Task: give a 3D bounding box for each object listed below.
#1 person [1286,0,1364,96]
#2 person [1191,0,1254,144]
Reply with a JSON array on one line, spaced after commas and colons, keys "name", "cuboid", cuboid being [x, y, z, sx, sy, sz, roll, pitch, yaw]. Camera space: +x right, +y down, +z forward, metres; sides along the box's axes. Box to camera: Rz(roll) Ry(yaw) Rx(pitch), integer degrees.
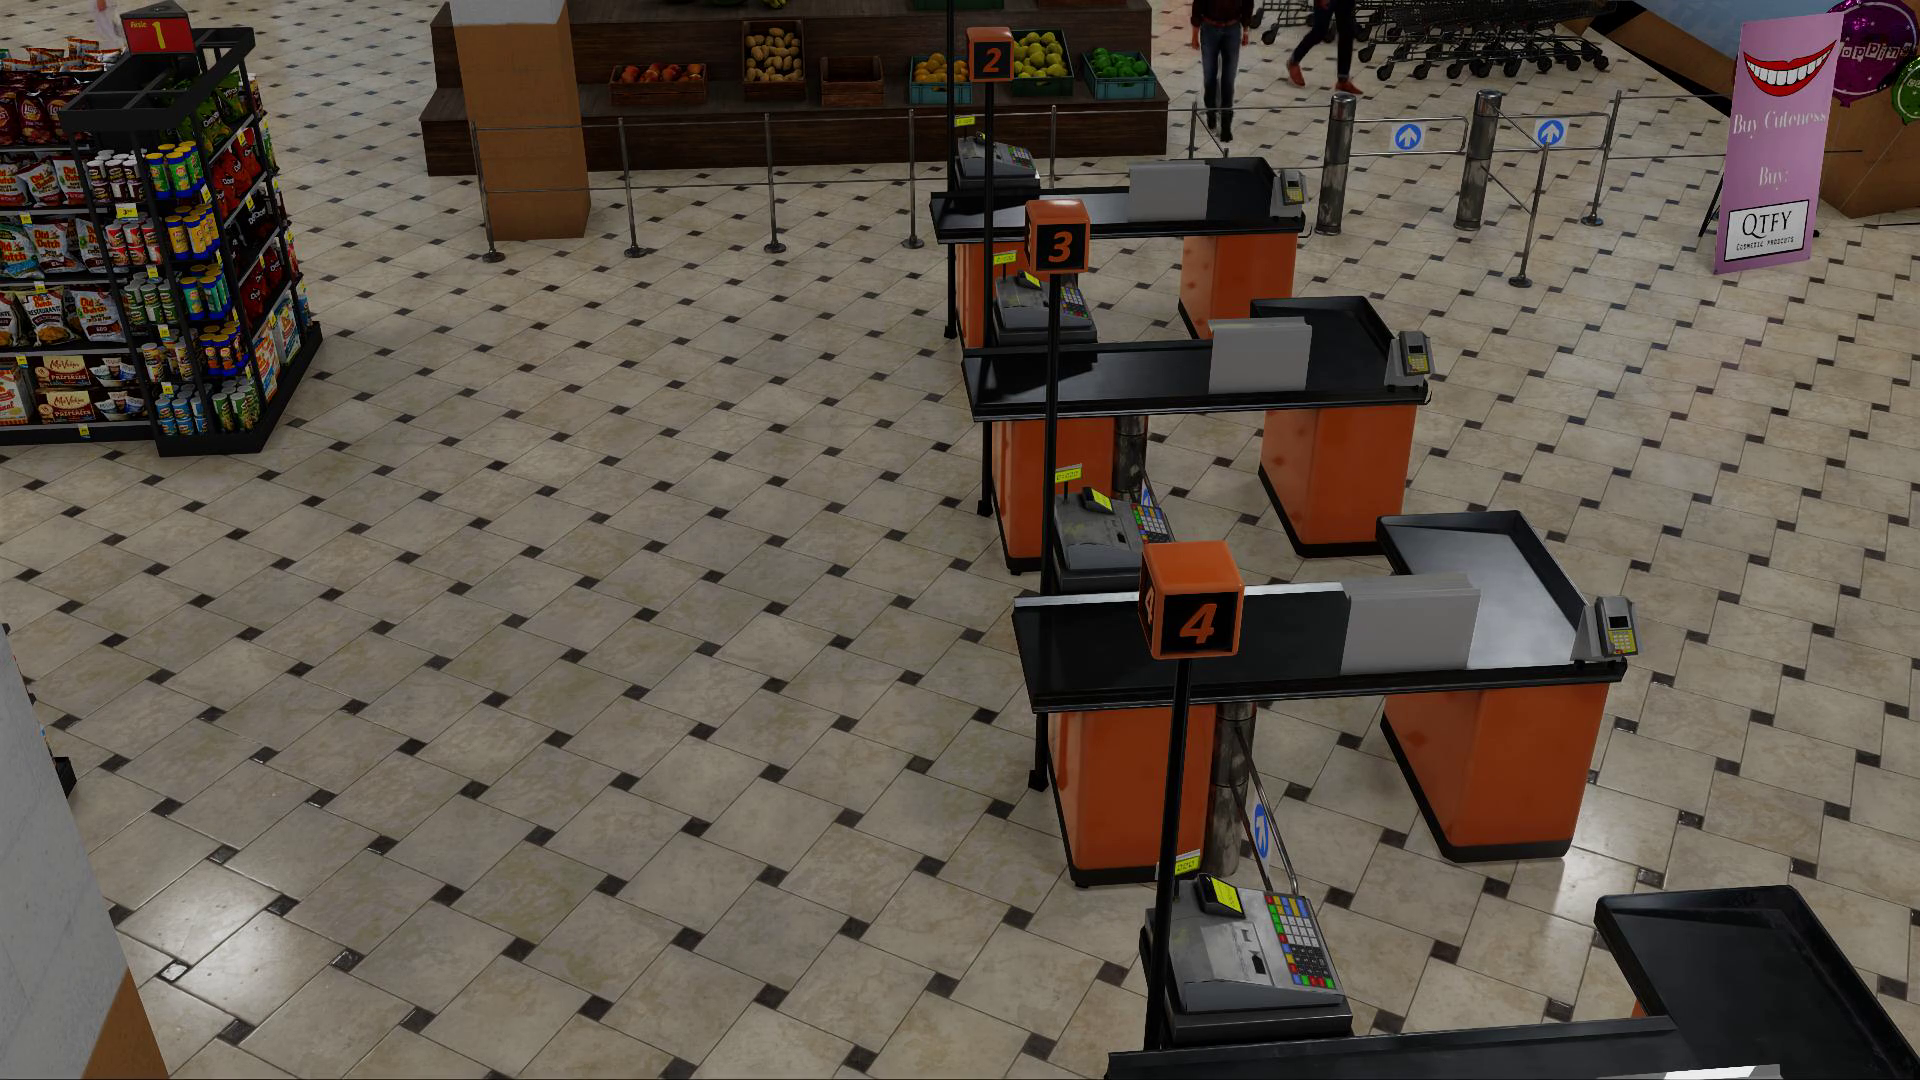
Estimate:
[{"name": "person", "cuboid": [3.282, -4.912, 14.853, 1.097, 1.798, 1.053, -20, 37, -29]}, {"name": "person", "cuboid": [2.145, -4.233, 13.818, 1.056, 1.739, 0.854, 3, 32, 4]}]
